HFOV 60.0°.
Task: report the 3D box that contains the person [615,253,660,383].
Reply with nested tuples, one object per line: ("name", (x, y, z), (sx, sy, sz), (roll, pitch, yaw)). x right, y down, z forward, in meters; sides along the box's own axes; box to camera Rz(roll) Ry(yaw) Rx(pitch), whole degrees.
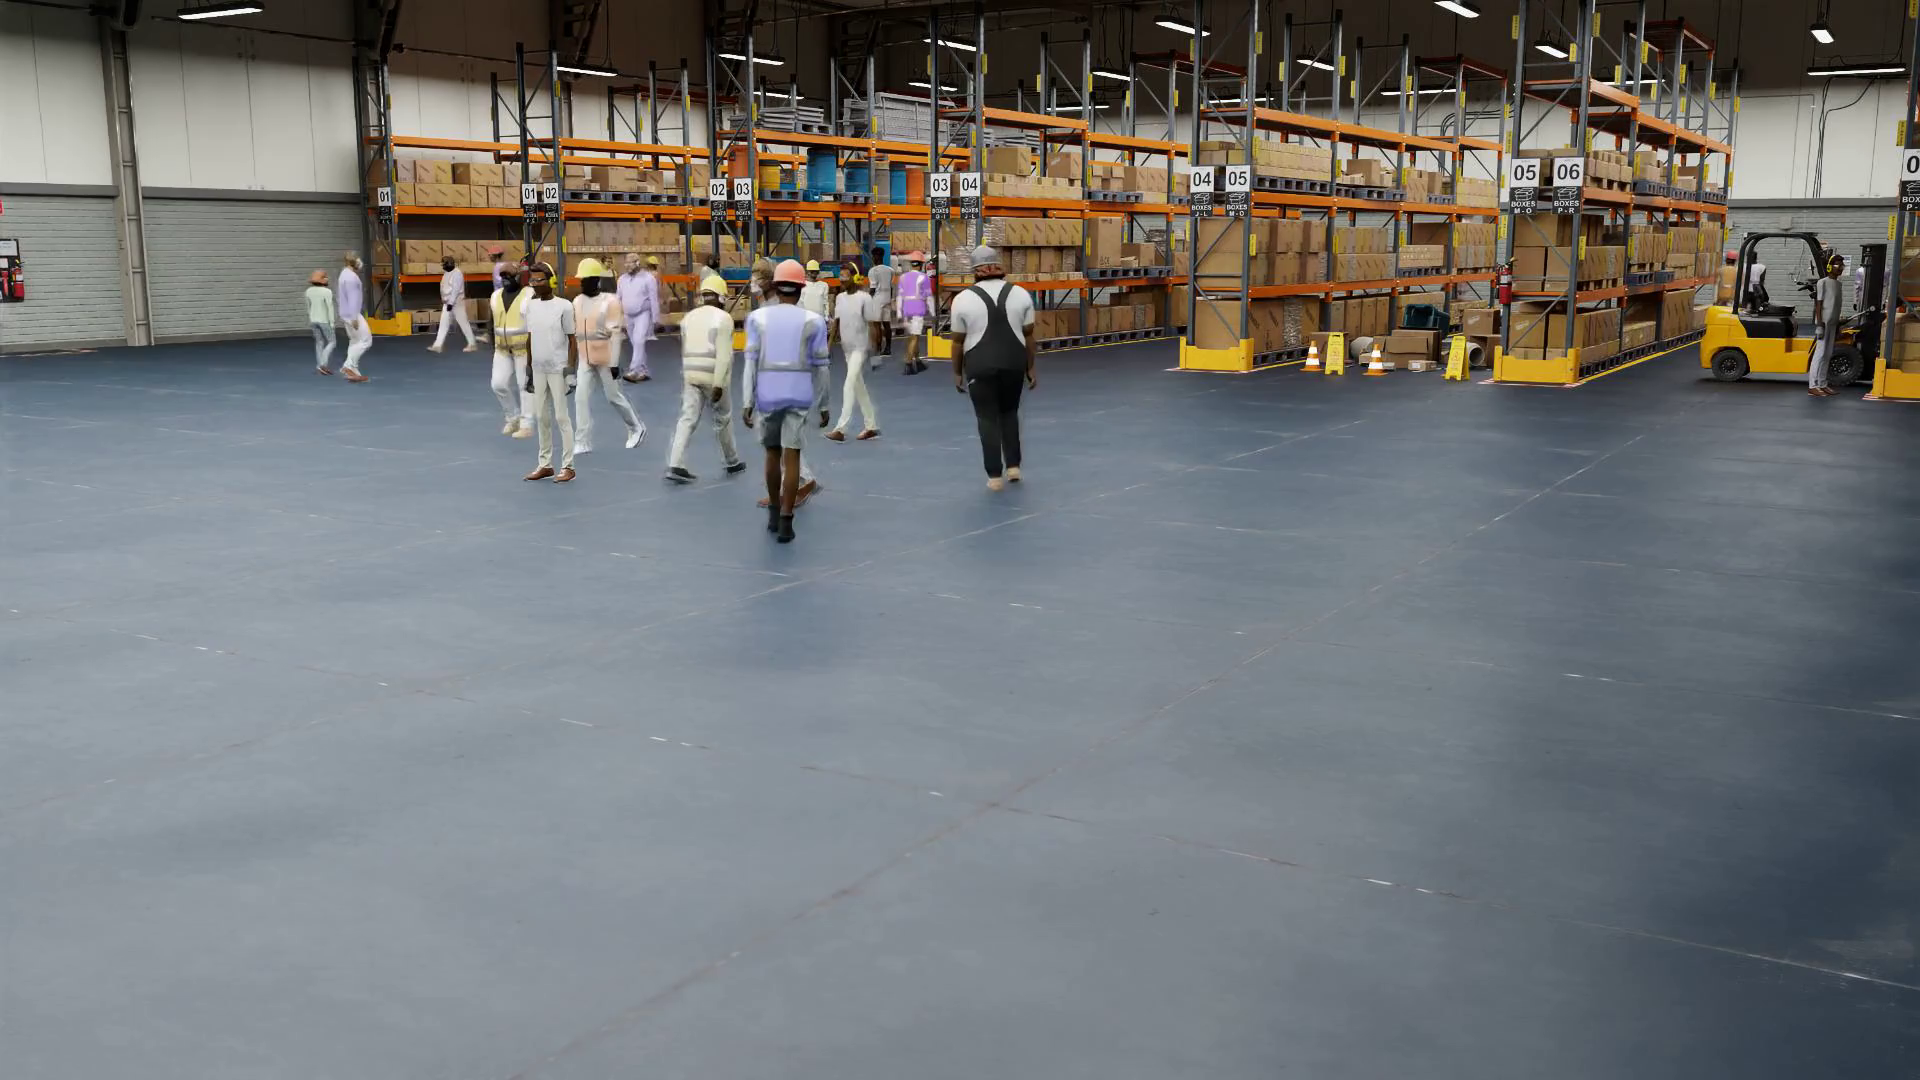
("person", (-4.758, -3.209, 24.149), (0.667, 1.865, 0.946), (5, 11, 25))

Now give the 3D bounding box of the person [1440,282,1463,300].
("person", (12.529, -6.442, 42.297), (0.994, 1.860, 0.698), (-1, 10, -3))

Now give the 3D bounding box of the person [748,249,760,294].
("person", (-5.135, -6.465, 42.387), (0.593, 1.865, 0.548), (5, 11, 25))

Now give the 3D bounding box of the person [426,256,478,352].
("person", (-9.451, -4.380, 30.939), (0.622, 1.795, 0.948), (10, 14, 44))

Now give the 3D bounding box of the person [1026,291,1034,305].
("person", (1.399, -5.174, 35.805), (0.500, 1.636, 0.280), (9, 13, 41))

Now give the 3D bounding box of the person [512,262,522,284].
("person", (-9.853, -5.317, 36.700), (0.508, 1.607, 0.744), (-1, 10, -6))

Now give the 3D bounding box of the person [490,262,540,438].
("person", (-4.620, -1.963, 17.304), (0.627, 1.829, 0.445), (3, 10, 15))

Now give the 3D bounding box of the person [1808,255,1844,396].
("person", (11.580, -2.854, 22.157), (0.508, 1.872, 0.329), (-7, 12, -34))

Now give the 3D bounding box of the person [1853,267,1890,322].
("person", (17.264, -4.551, 31.543), (0.580, 1.918, 0.402), (5, 11, 28))

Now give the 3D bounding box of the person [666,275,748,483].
("person", (-2.199, -1.372, 14.218), (0.596, 1.755, 1.002), (6, 12, 29))

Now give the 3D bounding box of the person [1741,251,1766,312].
("person", (17.580, -5.505, 37.026), (0.590, 1.866, 0.952), (5, 11, 25))

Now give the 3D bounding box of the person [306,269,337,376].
("person", (-9.745, -3.306, 25.372), (0.532, 1.629, 0.373), (4, 11, 22))

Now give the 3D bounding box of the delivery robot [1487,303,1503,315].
("delivery robot", (12.880, -5.516, 40.484), (0.707, 0.478, 0.477), (-1, 10, -7))

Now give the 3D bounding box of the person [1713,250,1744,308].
("person", (15.272, -4.816, 33.100), (0.555, 1.900, 0.925), (5, 11, 27))

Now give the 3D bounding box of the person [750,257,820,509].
("person", (-1.380, -1.174, 12.584), (0.409, 1.919, 0.663), (-3, 10, -14))

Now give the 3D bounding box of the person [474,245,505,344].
("person", (-9.229, -4.924, 33.459), (1.120, 1.982, 0.604), (2, 10, 9))

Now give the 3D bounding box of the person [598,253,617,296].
("person", (-6.458, -4.308, 30.383), (0.507, 1.841, 0.344), (-10, 14, -43))

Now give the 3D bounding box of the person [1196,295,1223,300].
("person", (4.500, -4.389, 30.302), (0.606, 2.035, 0.405), (6, 12, 31))

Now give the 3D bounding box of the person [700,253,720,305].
("person", (-4.577, -4.398, 30.897), (0.474, 1.831, 0.661), (2, 10, 9))

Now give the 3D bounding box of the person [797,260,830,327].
("person", (-2.259, -3.425, 25.643), (0.526, 1.769, 0.328), (-4, 11, -23))

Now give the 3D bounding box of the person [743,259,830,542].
("person", (-1.181, -0.969, 11.478), (0.579, 1.903, 0.790), (0, 10, 1))

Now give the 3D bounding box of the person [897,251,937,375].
("person", (-0.634, -3.526, 25.850), (0.555, 1.895, 0.910), (7, 13, 36))

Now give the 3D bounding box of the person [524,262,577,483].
("person", (-3.489, -1.418, 14.122), (0.537, 1.866, 0.314), (5, 11, 25))

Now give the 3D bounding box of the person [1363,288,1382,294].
("person", (9.901, -5.958, 39.887), (0.493, 1.746, 0.282), (8, 13, 37))

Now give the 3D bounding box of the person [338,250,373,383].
("person", (-8.739, -3.218, 24.048), (0.437, 1.920, 0.650), (-5, 11, -26))

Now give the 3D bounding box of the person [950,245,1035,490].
("person", (0.244, -1.443, 13.772), (0.703, 2.000, 0.653), (-2, 10, -12))

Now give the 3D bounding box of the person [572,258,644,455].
("person", (-3.480, -1.792, 16.180), (0.595, 1.890, 0.961), (6, 12, 28))

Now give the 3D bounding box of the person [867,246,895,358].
("person", (-1.421, -4.217, 29.519), (0.367, 1.966, 0.605), (8, 13, 38))

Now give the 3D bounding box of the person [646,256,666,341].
("person", (-6.383, -5.026, 34.677), (0.536, 1.750, 0.551), (10, 14, 44))

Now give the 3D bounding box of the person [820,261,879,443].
("person", (-1.160, -1.900, 16.928), (0.927, 1.831, 0.508), (-9, 13, -41))
